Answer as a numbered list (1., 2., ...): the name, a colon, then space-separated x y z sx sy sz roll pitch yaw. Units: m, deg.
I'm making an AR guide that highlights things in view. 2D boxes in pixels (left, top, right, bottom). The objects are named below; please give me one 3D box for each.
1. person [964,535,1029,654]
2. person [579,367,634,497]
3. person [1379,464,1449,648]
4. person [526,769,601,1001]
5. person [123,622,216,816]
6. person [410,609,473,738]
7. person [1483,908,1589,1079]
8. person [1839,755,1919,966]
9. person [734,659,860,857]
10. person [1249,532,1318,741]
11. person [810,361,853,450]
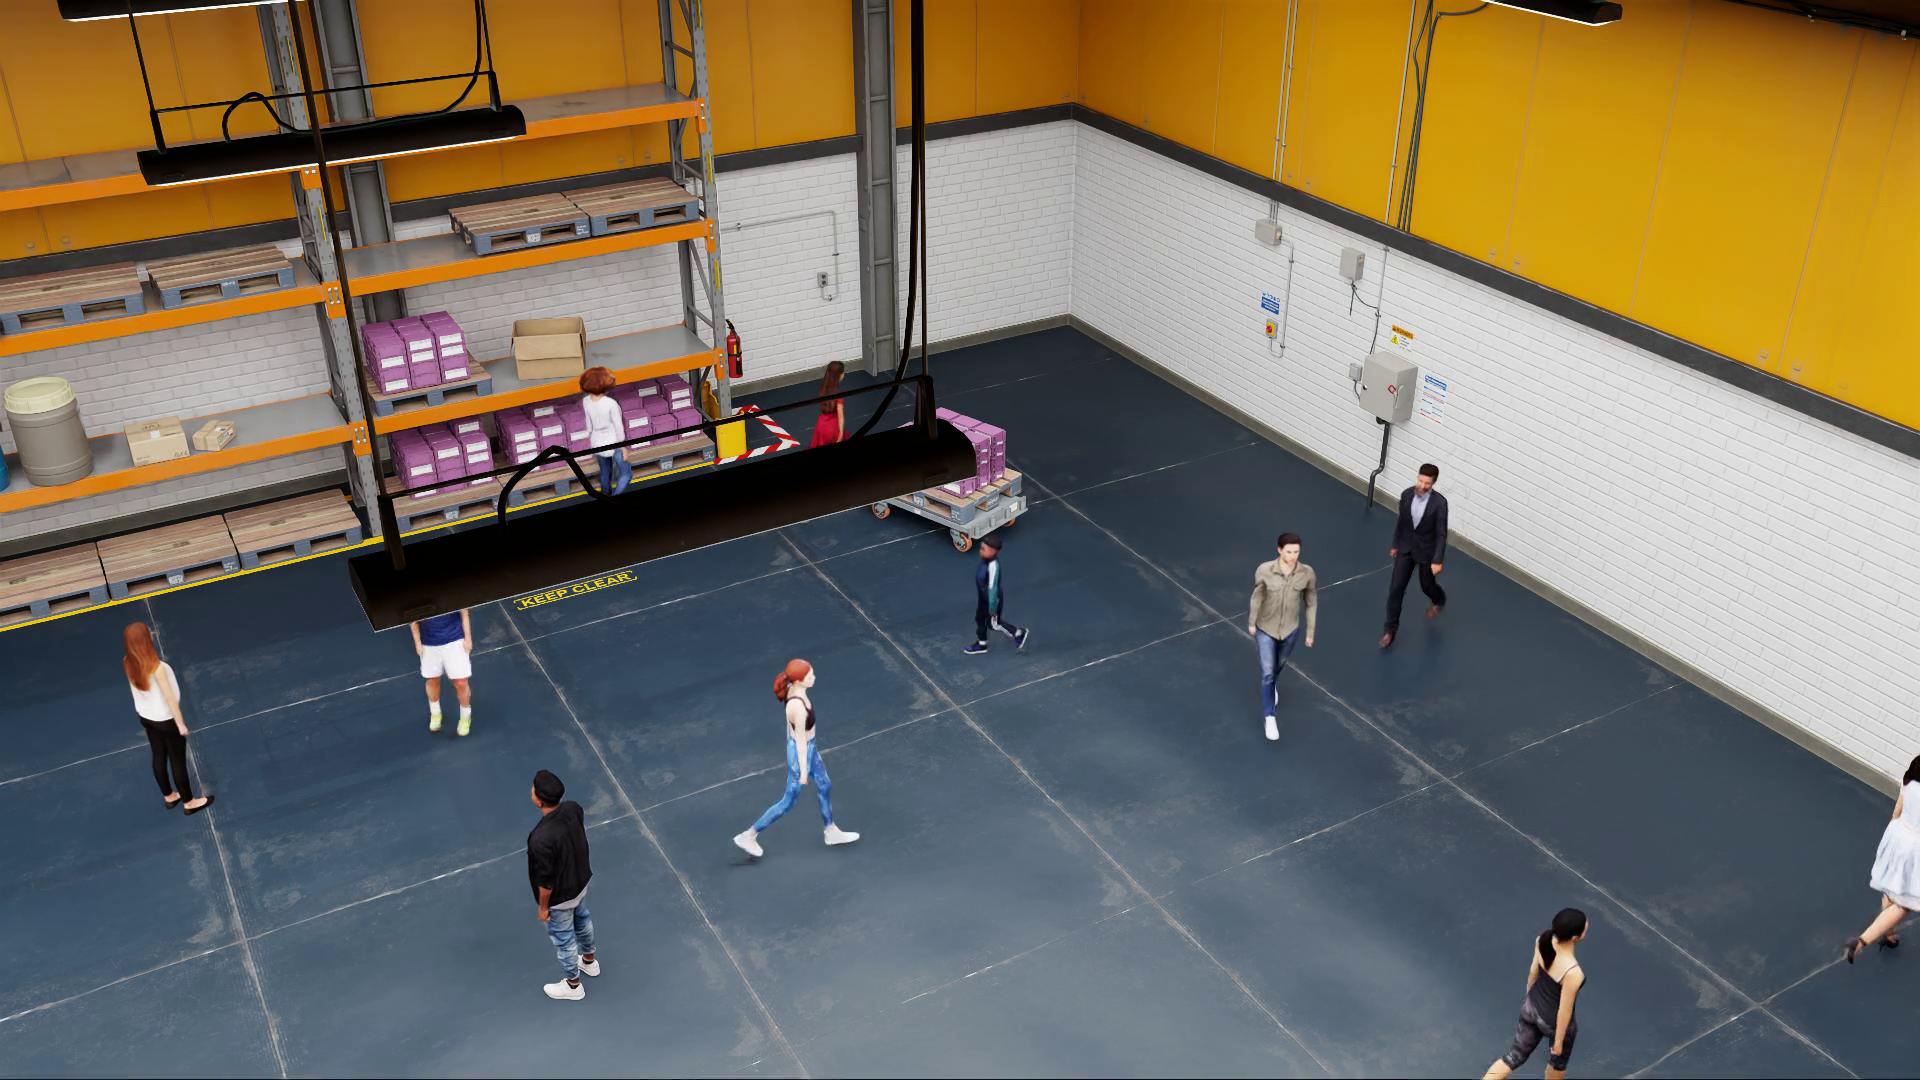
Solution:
1. person: 0.335 0.510 15.259 0.870 1.242 0.660 -6 29 -10
2. person: -3.753 -0.994 17.531 0.845 1.708 0.897 14 32 24
3. person: 4.303 0.084 15.433 0.974 1.824 1.290 23 36 36
4. person: -2.705 2.334 11.320 0.842 1.812 0.769 9 30 16
5. person: -6.314 1.405 13.118 0.645 1.722 0.665 14 31 23
6. person: -4.375 0.822 14.095 0.738 1.809 0.807 -1 29 -2
7. person: 3.529 2.981 10.260 1.155 1.691 0.716 -10 30 -18
8. person: 6.536 2.223 11.530 0.990 1.806 0.764 -11 30 -19
9. person: -1.292 1.688 12.571 1.256 1.750 0.816 -6 29 -10
10. person: 2.728 0.712 14.292 1.233 1.813 1.131 -1 29 -2
11. person: -1.442 -1.162 18.044 0.829 1.511 1.085 17 33 28
